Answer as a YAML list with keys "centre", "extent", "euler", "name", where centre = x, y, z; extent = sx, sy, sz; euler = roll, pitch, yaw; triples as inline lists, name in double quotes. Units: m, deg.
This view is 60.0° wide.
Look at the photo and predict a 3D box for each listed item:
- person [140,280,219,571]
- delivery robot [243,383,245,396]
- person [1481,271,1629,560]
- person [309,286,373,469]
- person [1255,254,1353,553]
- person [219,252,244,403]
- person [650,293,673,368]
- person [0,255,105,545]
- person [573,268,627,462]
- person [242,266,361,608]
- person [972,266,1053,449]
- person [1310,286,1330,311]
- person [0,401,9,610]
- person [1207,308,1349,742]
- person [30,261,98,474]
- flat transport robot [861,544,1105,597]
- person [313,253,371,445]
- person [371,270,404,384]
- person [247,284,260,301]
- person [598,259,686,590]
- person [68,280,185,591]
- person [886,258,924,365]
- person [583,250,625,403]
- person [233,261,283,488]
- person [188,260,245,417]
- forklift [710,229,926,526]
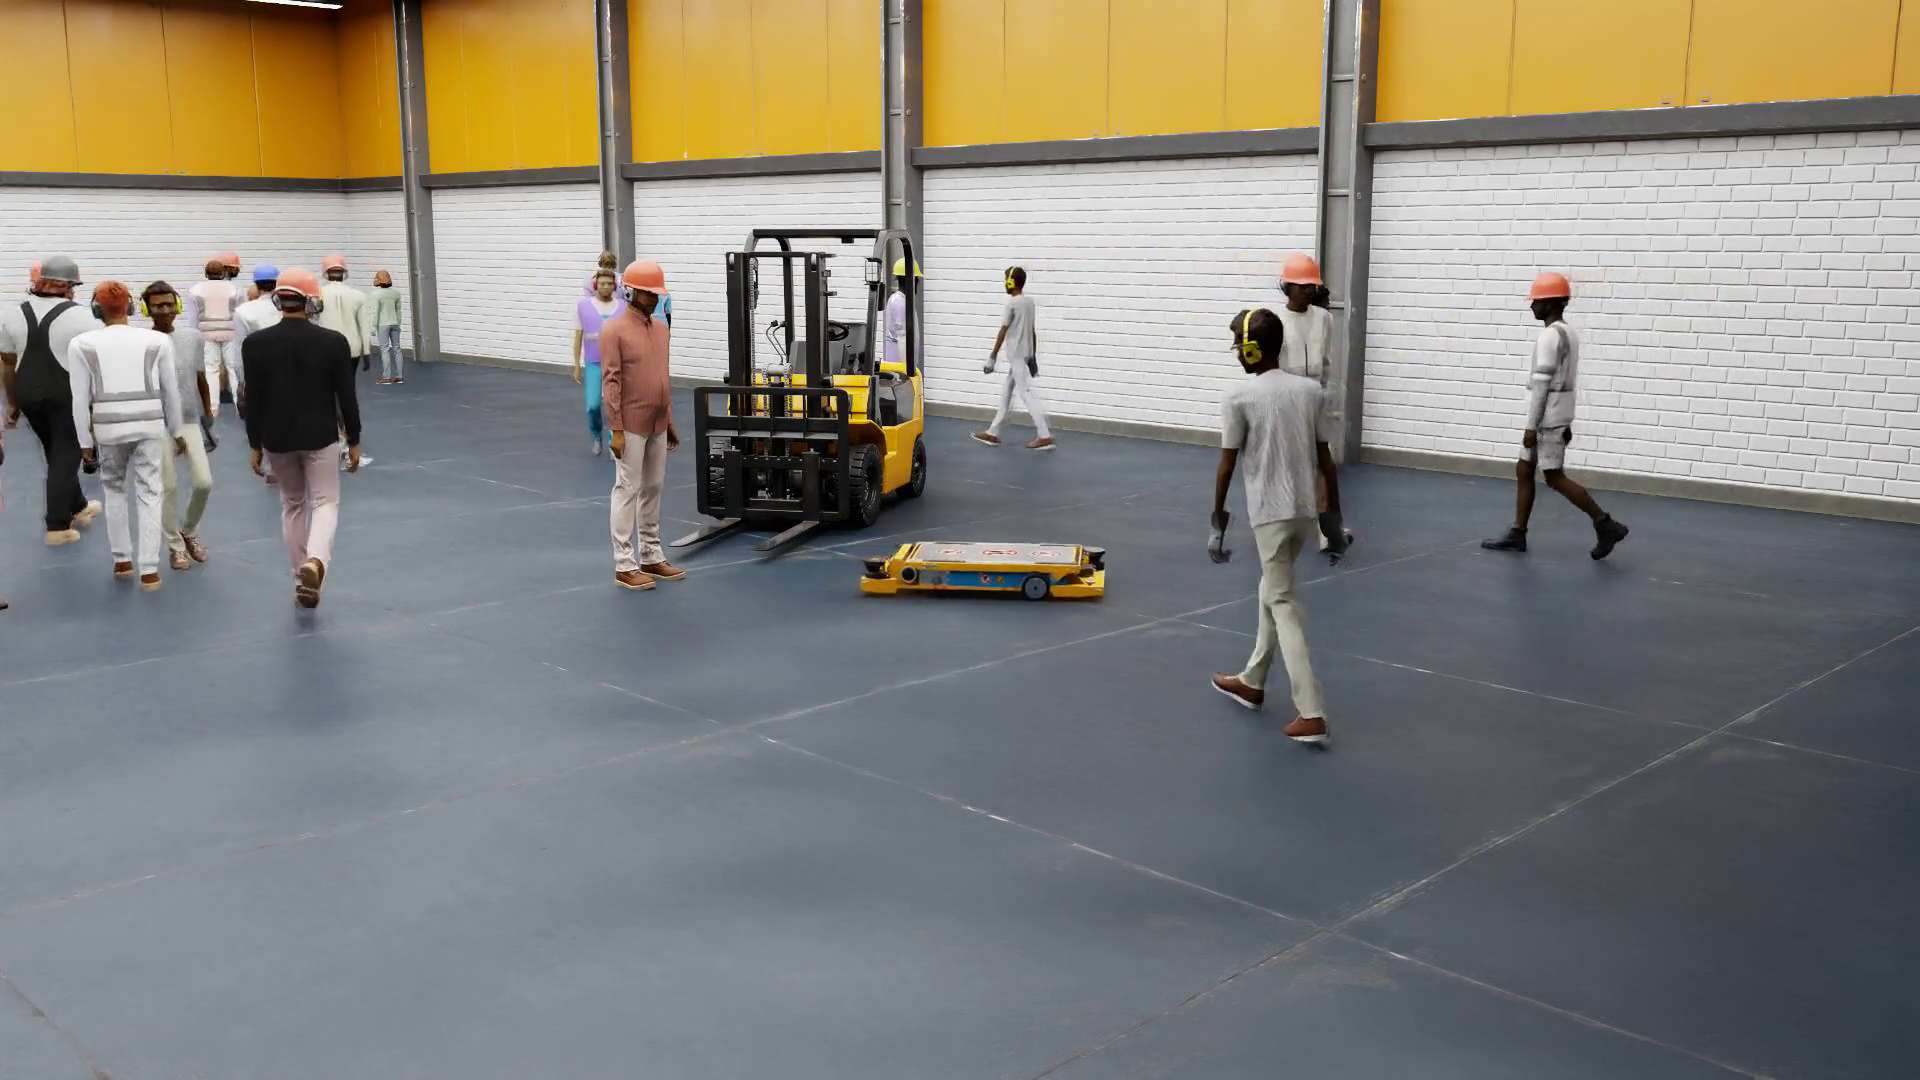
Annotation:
- centre: [-4.998, -0.722, 10.591]
  extent: [0.561, 1.852, 0.398]
  euler: [-9, 14, -40]
  name: "person"
- centre: [-8.049, -1.701, 19.219]
  extent: [0.477, 0.478, 0.707]
  euler: [-7, 12, -32]
  name: "delivery robot"
- centre: [3.977, -0.810, 10.968]
  extent: [0.893, 1.907, 0.539]
  euler: [6, 12, 29]
  name: "person"
- centre: [-5.760, -1.461, 15.007]
  extent: [0.866, 1.701, 0.507]
  euler: [-2, 11, -11]
  name: "person"
- centre: [2.293, -0.908, 11.212]
  extent: [0.640, 1.989, 1.020]
  euler: [-3, 11, -18]
  name: "person"
- centre: [-9.212, -2.692, 21.160]
  extent: [0.629, 1.912, 0.584]
  euler: [-5, 11, -25]
  name: "person"
- centre: [-4.109, -2.789, 22.285]
  extent: [0.535, 1.700, 0.318]
  euler: [-5, 12, -27]
  name: "person"
- centre: [-6.278, -1.028, 11.752]
  extent: [0.693, 2.000, 1.009]
  euler: [1, 10, 6]
  name: "person"
- centre: [-3.358, -1.654, 15.730]
  extent: [0.596, 1.830, 0.430]
  euler: [-3, 11, -18]
  name: "person"
- centre: [-3.761, -0.573, 9.507]
  extent: [0.624, 1.971, 0.809]
  euler: [-2, 11, -10]
  name: "person"
- centre: [0.540, -1.823, 16.696]
  extent: [0.970, 1.820, 0.541]
  euler: [5, 12, 27]
  name: "person"
- centre: [3.114, -1.408, 14.787]
  extent: [0.320, 1.691, 0.528]
  euler: [3, 11, 18]
  name: "person"
- centre: [-5.796, -0.528, 9.476]
  extent: [0.654, 1.875, 0.684]
  euler: [3, 11, 14]
  name: "person"
- centre: [1.356, -0.078, 7.184]
  extent: [0.549, 1.818, 0.957]
  euler: [-5, 12, -26]
  name: "person"
- centre: [-7.891, -1.490, 14.618]
  extent: [0.725, 1.916, 0.560]
  euler: [9, 14, 42]
  name: "person"
- centre: [0.157, 0.169, 10.047]
  extent: [1.431, 0.197, 0.652]
  euler: [1, 11, 5]
  name: "flat transport robot"
- centre: [-6.293, -1.930, 16.896]
  extent: [0.624, 1.963, 0.898]
  euler: [-6, 12, -31]
  name: "person"
- centre: [-8.252, -3.061, 23.941]
  extent: [0.278, 1.634, 0.498]
  euler: [7, 12, 33]
  name: "person"
- centre: [-7.105, -1.789, 17.004]
  extent: [0.513, 1.637, 0.313]
  euler: [-6, 12, -30]
  name: "person"
- centre: [-1.930, -0.704, 10.128]
  extent: [0.387, 1.988, 0.608]
  euler: [5, 12, 25]
  name: "person"
- centre: [-5.067, -0.646, 10.161]
  extent: [0.592, 1.853, 0.787]
  euler: [-5, 12, -25]
  name: "person"
- centre: [-0.515, -1.690, 15.668]
  extent: [0.368, 1.925, 0.594]
  euler: [-1, 10, -5]
  name: "person"
- centre: [-4.469, -2.715, 21.226]
  extent: [0.628, 1.940, 0.377]
  euler: [-2, 11, -9]
  name: "person"
- centre: [-5.731, -1.373, 13.967]
  extent: [0.657, 1.921, 0.655]
  euler: [-7, 12, -33]
  name: "person"
- centre: [-8.727, -2.371, 19.617]
  extent: [0.634, 1.841, 0.429]
  euler: [-4, 11, -23]
  name: "person"
- centre: [-1.050, -1.319, 12.920]
  extent: [1.214, 2.155, 2.313]
  euler: [2, 11, 13]
  name: "forklift"
